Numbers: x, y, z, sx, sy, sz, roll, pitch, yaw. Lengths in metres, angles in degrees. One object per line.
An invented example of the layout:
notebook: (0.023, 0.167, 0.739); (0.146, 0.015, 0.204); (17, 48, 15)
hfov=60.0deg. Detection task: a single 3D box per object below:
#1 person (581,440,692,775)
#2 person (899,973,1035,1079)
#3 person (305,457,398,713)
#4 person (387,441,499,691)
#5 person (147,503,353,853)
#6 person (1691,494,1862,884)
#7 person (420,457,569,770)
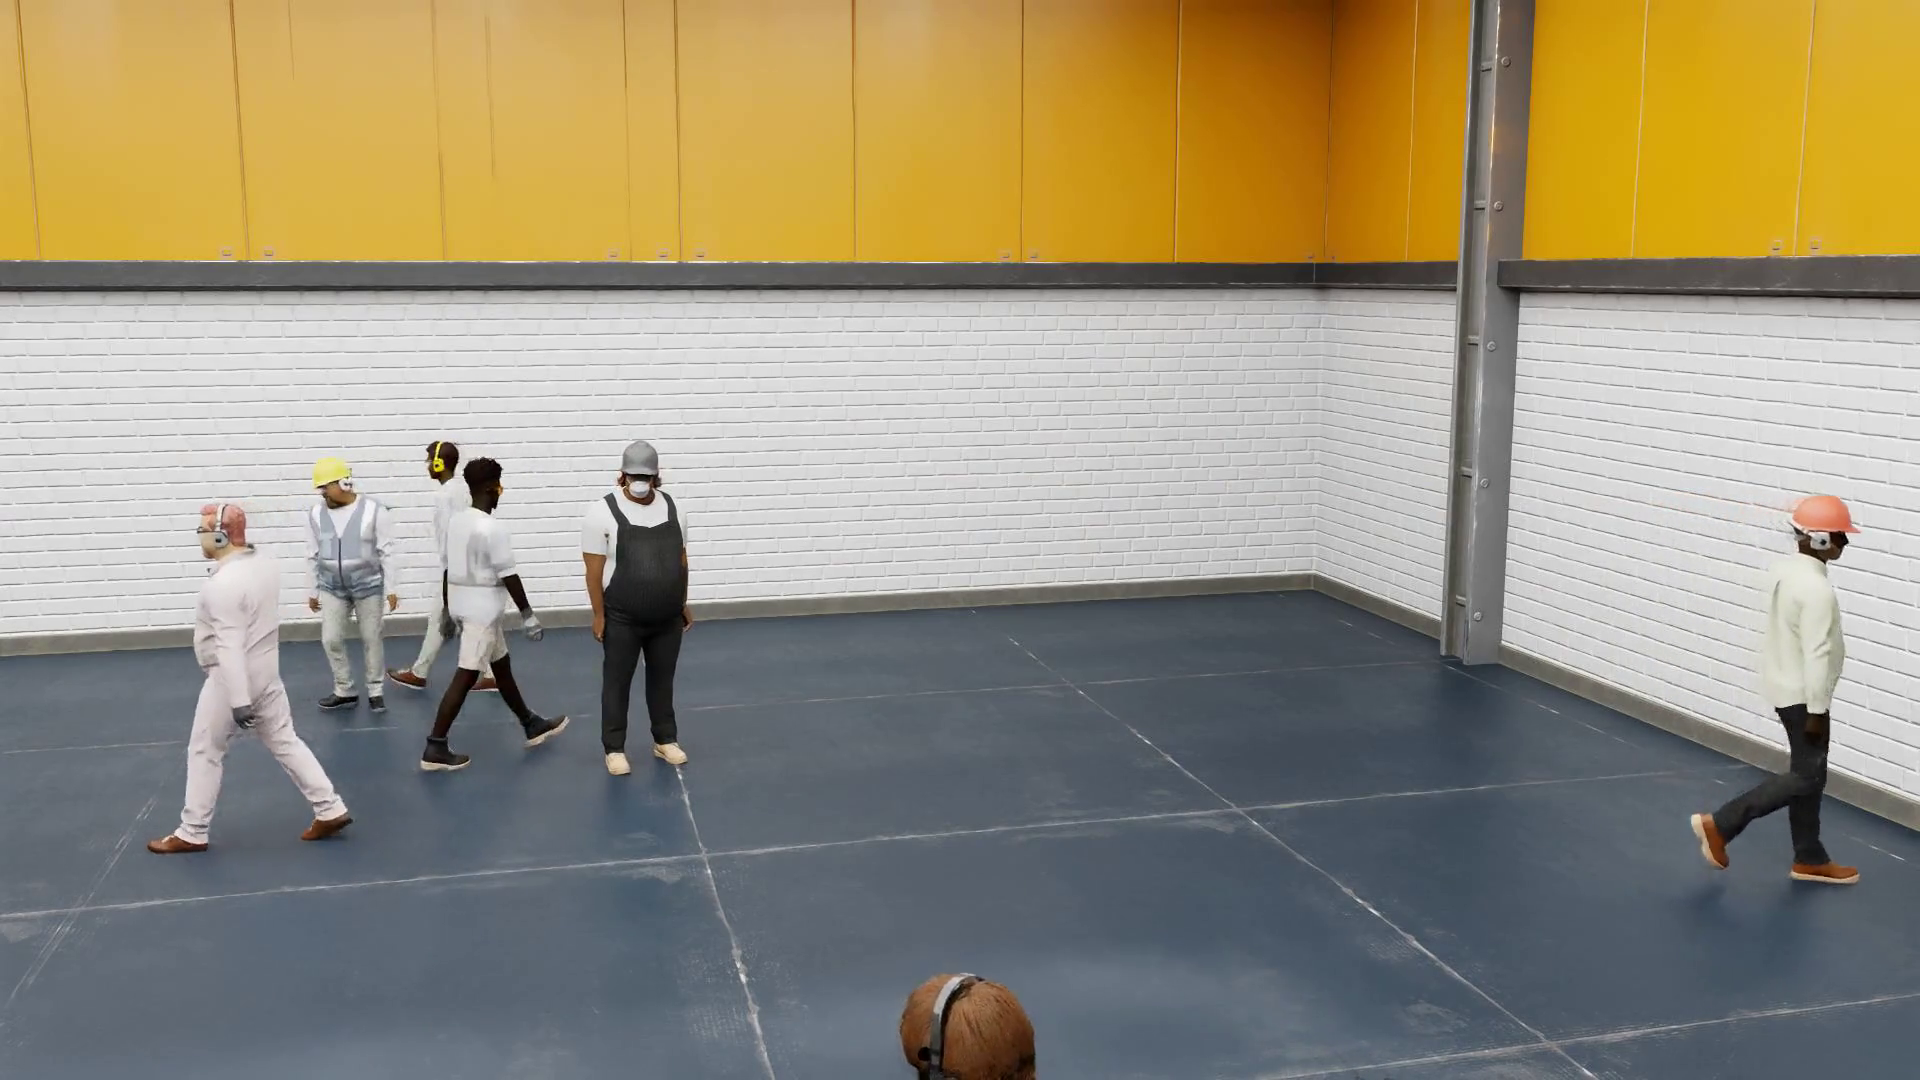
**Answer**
person: (-1.916, 0.398, 10.134); (0.684, 2.000, 0.535); (-6, 11, -34)
person: (0.090, 1.655, 3.047); (0.618, 1.798, 0.703); (0, 9, -3)
person: (-4.162, 0.321, 11.395); (0.632, 1.795, 0.440); (0, 9, 1)
person: (-3.735, 0.201, 12.025); (0.905, 1.825, 0.528); (2, 9, 10)
person: (-3.732, 0.720, 8.715); (0.985, 1.865, 0.642); (0, 9, 2)
person: (4.080, 0.745, 8.191); (0.753, 1.970, 0.629); (2, 9, 11)
person: (-2.937, 0.439, 10.326); (1.064, 1.901, 0.624); (-8, 12, -41)
